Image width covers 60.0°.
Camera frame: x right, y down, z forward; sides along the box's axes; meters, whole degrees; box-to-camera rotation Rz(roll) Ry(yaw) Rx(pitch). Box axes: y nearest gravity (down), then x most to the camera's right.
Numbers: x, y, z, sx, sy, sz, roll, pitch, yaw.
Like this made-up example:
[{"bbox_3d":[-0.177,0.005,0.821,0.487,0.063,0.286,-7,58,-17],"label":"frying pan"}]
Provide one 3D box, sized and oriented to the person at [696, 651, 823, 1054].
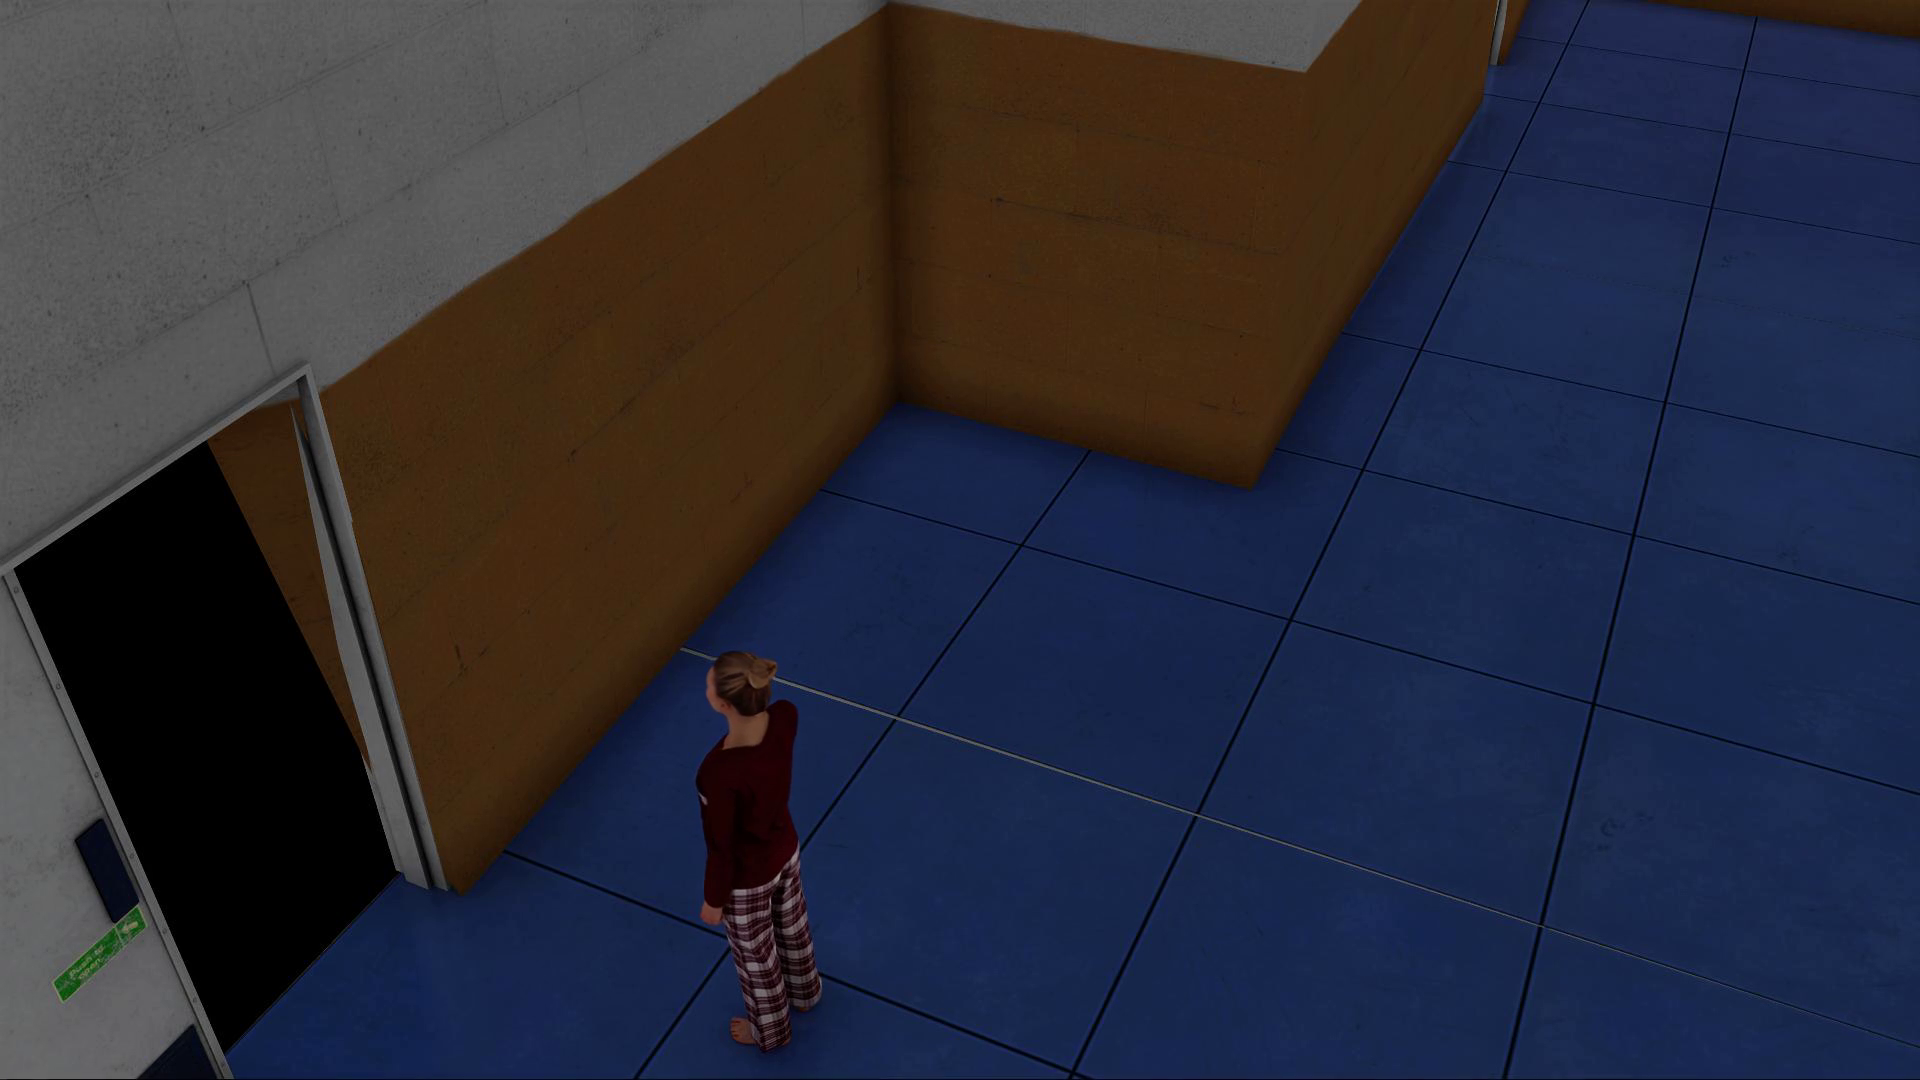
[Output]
[{"bbox_3d":[-0.653,0.999,5.314,0.486,1.696,0.614,16,40,20],"label":"person"}]
